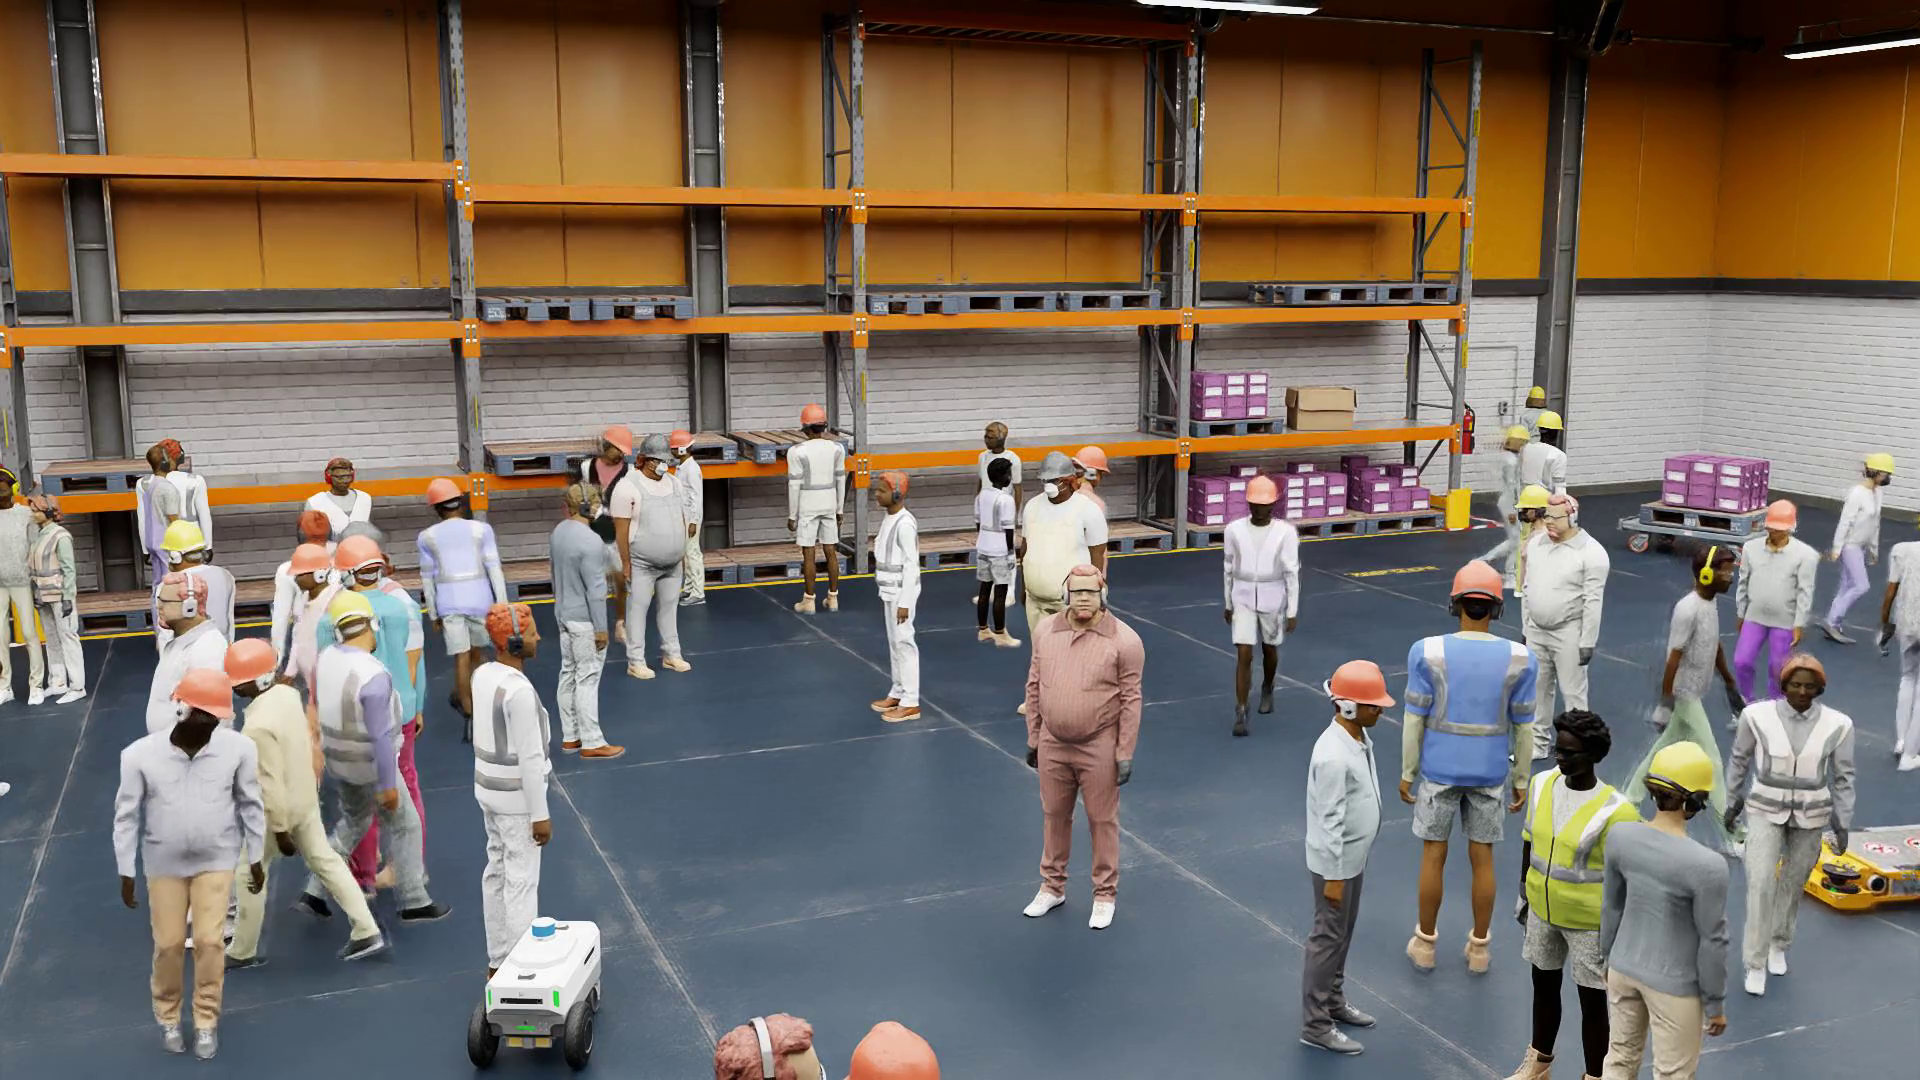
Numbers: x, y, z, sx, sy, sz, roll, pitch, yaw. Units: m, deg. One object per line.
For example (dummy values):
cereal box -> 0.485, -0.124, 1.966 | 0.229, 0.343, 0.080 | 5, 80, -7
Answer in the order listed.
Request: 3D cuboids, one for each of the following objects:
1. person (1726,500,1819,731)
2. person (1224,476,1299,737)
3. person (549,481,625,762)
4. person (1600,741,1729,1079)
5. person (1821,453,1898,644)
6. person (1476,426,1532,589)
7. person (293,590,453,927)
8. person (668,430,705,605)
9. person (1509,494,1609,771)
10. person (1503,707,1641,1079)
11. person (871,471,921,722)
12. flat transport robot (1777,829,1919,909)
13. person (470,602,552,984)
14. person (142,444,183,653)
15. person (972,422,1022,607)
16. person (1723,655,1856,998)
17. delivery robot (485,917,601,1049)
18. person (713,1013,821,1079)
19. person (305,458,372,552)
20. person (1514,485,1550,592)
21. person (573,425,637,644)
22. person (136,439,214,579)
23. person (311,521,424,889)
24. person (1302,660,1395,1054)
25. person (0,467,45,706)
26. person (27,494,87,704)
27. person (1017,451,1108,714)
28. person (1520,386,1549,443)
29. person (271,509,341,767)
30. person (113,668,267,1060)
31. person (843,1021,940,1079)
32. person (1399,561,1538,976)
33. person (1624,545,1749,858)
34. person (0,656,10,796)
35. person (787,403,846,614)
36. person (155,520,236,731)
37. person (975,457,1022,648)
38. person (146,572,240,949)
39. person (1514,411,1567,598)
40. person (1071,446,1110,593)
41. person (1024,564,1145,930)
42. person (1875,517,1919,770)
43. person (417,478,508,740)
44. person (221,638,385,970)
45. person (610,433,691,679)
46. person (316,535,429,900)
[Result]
person -> 5.852, 0.568, 12.016 | 0.482, 1.731, 0.572 | -9, 14, -44
person -> 2.230, 0.446, 12.324 | 0.563, 1.887, 1.005 | 3, 10, 15
person -> -2.609, 0.556, 11.506 | 0.379, 1.940, 0.629 | -7, 12, -37
person -> 2.560, 1.594, 6.059 | 0.337, 1.761, 0.527 | -5, 11, -25
person -> 7.996, 0.088, 14.787 | 0.542, 1.732, 0.496 | -9, 13, -41
person -> 5.671, -0.330, 17.263 | 0.485, 1.708, 0.501 | 3, 10, 19
person -> -3.059, 1.143, 8.545 | 0.619, 1.789, 0.664 | 9, 13, 41
person -> -2.741, -0.226, 16.564 | 0.344, 1.742, 0.572 | -4, 11, -23
person -> 4.022, 0.627, 11.221 | 0.401, 1.899, 0.633 | -6, 11, -30
person -> 2.469, 1.506, 6.726 | 0.318, 1.697, 0.535 | -6, 12, -31
person -> -0.472, 0.416, 12.468 | 0.352, 1.883, 0.576 | -3, 10, -14
flat transport robot -> 5.290, 1.788, 9.207 | 1.431, 0.197, 0.652 | -2, 10, -8
person -> -2.090, 1.223, 7.823 | 0.359, 1.883, 0.573 | -7, 12, -36
person -> -6.889, 0.086, 14.476 | 0.505, 1.847, 0.344 | 7, 12, 37
person -> 0.378, -0.254, 16.452 | 0.506, 1.842, 0.348 | 7, 12, 37
person -> 3.918, 1.349, 7.855 | 0.539, 1.604, 0.734 | 4, 10, 20
delivery robot -> -1.838, 1.917, 7.373 | 0.477, 0.478, 0.707 | 0, 10, 2
person -> -0.395, 1.940, 3.622 | 0.410, 1.909, 0.643 | -5, 11, -25
person -> -5.066, 0.234, 13.635 | 0.374, 1.840, 0.571 | 8, 13, 38
person -> 4.341, 0.456, 12.604 | 0.338, 1.761, 0.526 | 3, 10, 15
person -> -3.199, -0.028, 14.761 | 0.782, 1.997, 0.402 | 0, 10, 2
person -> -6.855, 0.052, 14.568 | 0.584, 1.882, 0.349 | -3, 10, -19
person -> -3.305, 0.903, 9.210 | 0.682, 2.000, 0.537 | 7, 12, 36
person -> 1.711, 1.377, 7.335 | 0.348, 1.745, 0.564 | 5, 11, 25
person -> -7.331, 0.362, 12.838 | 0.517, 1.865, 0.327 | -2, 10, -9
person -> -7.058, 0.453, 12.960 | 0.522, 1.640, 0.306 | 6, 12, 32
person -> 0.718, 0.342, 12.441 | 0.688, 2.000, 0.535 | 6, 12, 31
person -> 7.540, -1.146, 21.875 | 0.491, 1.744, 0.295 | -3, 10, -15
person -> -4.183, 0.709, 10.954 | 1.028, 1.832, 0.594 | 9, 14, 44
person -> -3.355, 1.401, 7.277 | 0.604, 1.710, 0.388 | -4, 11, -22
person -> -0.150, 1.969, 3.893 | 0.575, 1.749, 0.334 | -8, 13, -38
person -> 2.451, 1.108, 8.076 | 0.612, 2.030, 0.406 | 1, 10, 6
person -> 4.368, 0.932, 9.743 | 0.989, 1.799, 0.515 | 6, 12, 32
person -> -6.384, 0.742, 10.503 | 0.587, 1.915, 0.393 | -4, 11, -20
person -> -1.401, -0.301, 16.127 | 0.607, 2.048, 0.365 | -6, 12, -32
person -> -4.840, 0.778, 10.520 | 0.404, 1.836, 0.586 | 3, 10, 19
person -> 0.323, 0.107, 14.787 | 0.322, 1.695, 0.536 | -6, 12, -32
person -> -3.895, 1.099, 8.456 | 0.409, 1.912, 0.649 | -7, 12, -34
person -> 5.833, -0.331, 16.688 | 0.394, 1.919, 0.581 | -6, 11, -30
person -> 0.988, 0.246, 13.160 | 0.404, 1.982, 0.623 | -6, 11, -29
person -> 0.620, 1.063, 8.668 | 0.641, 1.913, 0.410 | 5, 11, 26
person -> 6.581, 0.635, 11.305 | 0.578, 1.847, 0.552 | -8, 13, -40
person -> -3.619, 0.481, 12.169 | 0.608, 1.860, 0.979 | -4, 11, -21
person -> -3.265, 1.277, 8.069 | 0.876, 1.696, 0.575 | 0, 10, 1
person -> -2.506, 0.117, 13.739 | 0.535, 2.000, 0.679 | 10, 14, 44
person -> -3.202, 0.958, 9.060 | 0.406, 1.987, 0.618 | 10, 14, 44
